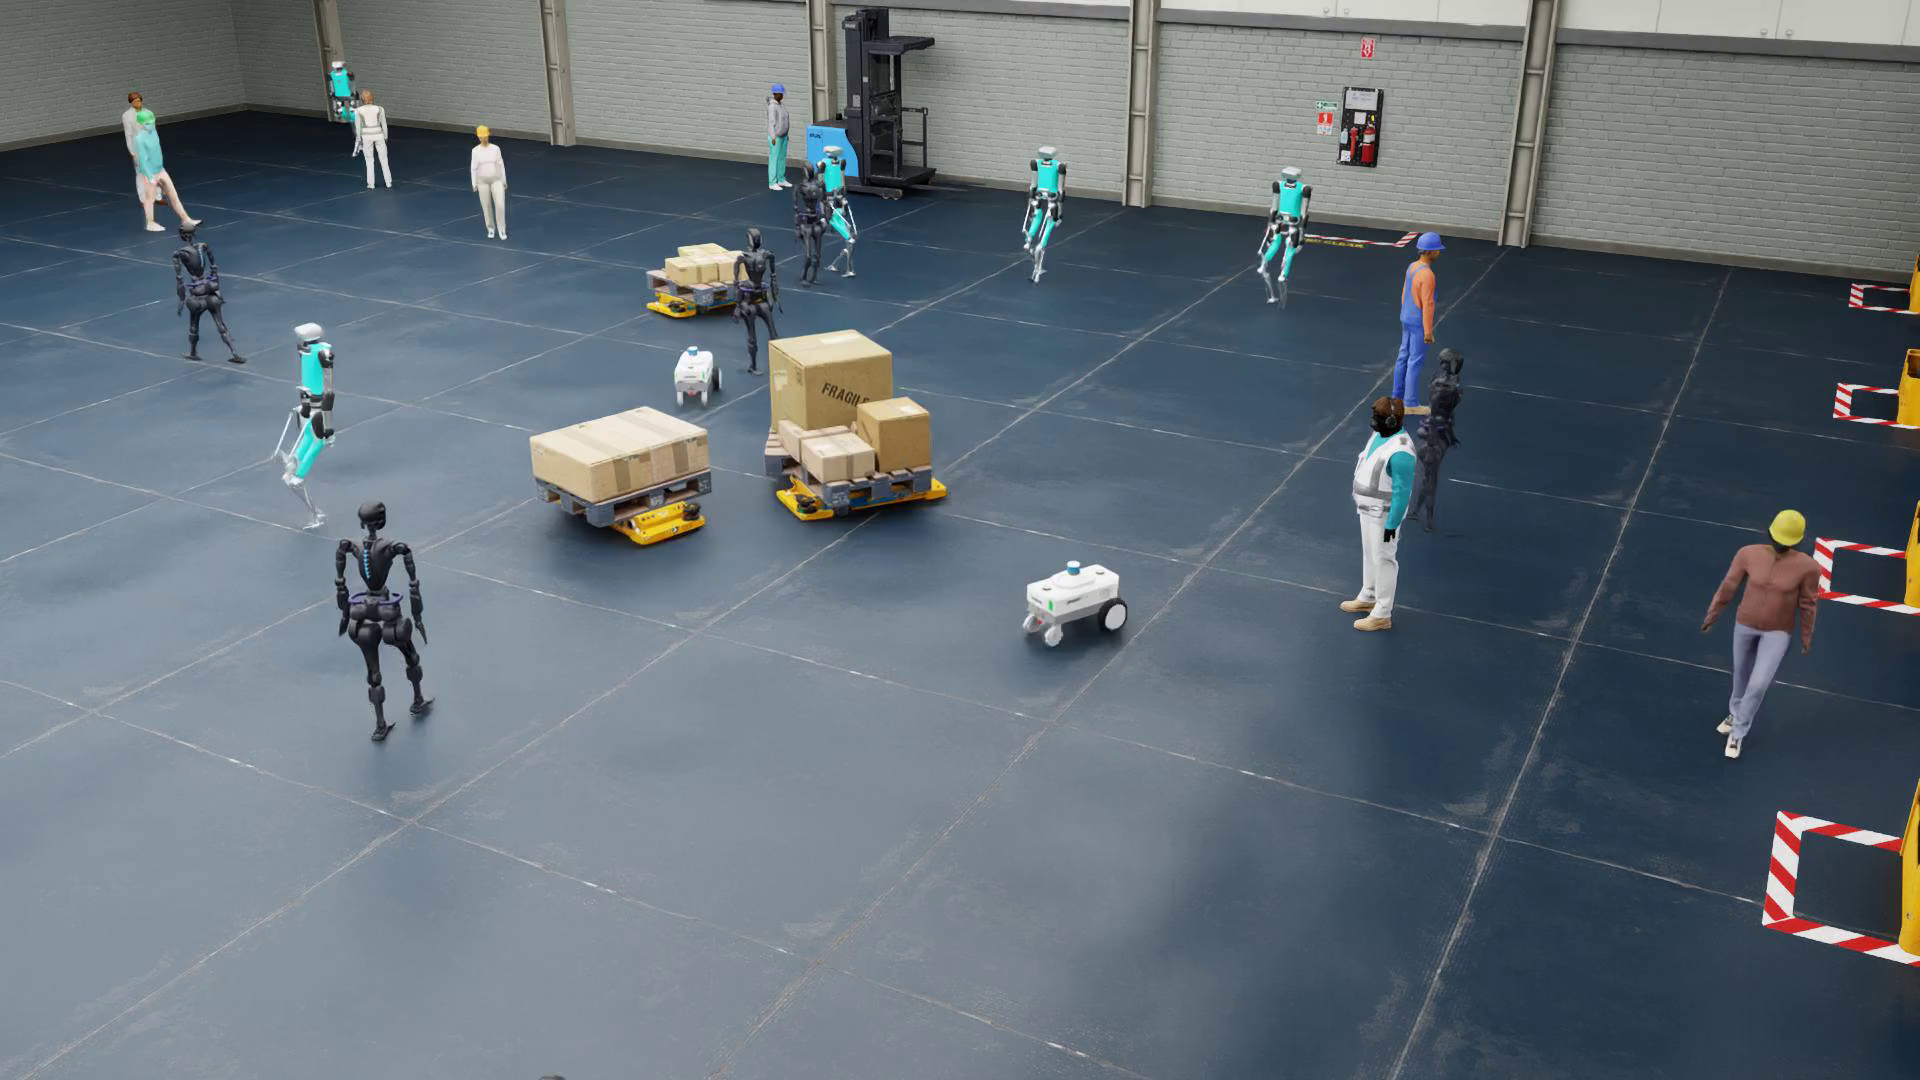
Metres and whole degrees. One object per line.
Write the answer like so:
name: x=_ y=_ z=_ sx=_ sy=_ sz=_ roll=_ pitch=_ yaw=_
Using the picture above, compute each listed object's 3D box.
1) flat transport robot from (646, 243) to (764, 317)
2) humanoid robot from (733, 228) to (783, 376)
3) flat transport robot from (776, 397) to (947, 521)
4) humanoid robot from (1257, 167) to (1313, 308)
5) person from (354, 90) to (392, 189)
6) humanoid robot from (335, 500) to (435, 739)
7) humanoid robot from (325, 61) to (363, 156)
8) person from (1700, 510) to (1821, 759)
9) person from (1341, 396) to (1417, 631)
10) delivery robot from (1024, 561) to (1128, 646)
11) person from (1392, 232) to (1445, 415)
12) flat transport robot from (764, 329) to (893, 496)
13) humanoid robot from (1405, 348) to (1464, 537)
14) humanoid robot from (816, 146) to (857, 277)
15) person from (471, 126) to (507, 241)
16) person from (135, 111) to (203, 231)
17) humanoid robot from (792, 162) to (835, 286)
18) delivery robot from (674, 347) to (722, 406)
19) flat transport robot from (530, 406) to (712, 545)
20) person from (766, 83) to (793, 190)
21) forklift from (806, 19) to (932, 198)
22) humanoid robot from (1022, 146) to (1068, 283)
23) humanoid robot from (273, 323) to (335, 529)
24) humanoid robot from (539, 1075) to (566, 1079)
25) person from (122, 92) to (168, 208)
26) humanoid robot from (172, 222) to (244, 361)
flat transport robot: x=-3.259 y=-3.132 z=21.455 sx=1.431 sy=0.231 sz=0.659 roll=-21 pitch=31 yaw=-40
humanoid robot: x=-2.255 y=-2.658 z=18.557 sx=0.608 sy=1.649 sz=0.379 roll=-18 pitch=29 yaw=-35
flat transport robot: x=-0.924 y=-0.488 z=15.300 sx=1.431 sy=0.231 sz=0.659 roll=-11 pitch=26 yaw=-24
humanoid robot: x=4.058 y=-3.751 z=21.151 sx=0.546 sy=1.881 sz=0.743 roll=16 pitch=28 yaw=32
person: x=-9.977 y=-6.803 z=28.276 sx=0.511 sy=1.630 sz=0.316 roll=-10 pitch=25 yaw=-22
humanoid robot: x=-3.911 y=0.493 z=11.250 sx=0.608 sy=1.638 sz=0.611 roll=1 pitch=23 yaw=2
humanoid robot: x=-11.442 y=-8.150 z=31.308 sx=0.546 sy=1.777 sz=0.930 roll=1 pitch=23 yaw=2
person: x=5.226 y=0.590 z=10.925 sx=0.650 sy=1.728 sz=0.727 roll=18 pitch=29 yaw=36
person: x=3.191 y=-0.212 z=12.664 sx=0.429 sy=1.841 sz=0.632 roll=-2 pitch=23 yaw=-4
delivery robot: x=0.880 y=0.458 z=12.754 sx=0.814 sy=0.610 sz=0.499 roll=-15 pitch=28 yaw=-31
person: x=4.788 y=-2.266 z=17.360 sx=0.371 sy=1.908 sz=0.529 roll=-5 pitch=24 yaw=-11
flat transport robot: x=-1.202 y=-0.707 z=15.808 sx=0.659 sy=0.231 sz=1.431 roll=-1 pitch=23 yaw=-1
humanoid robot: x=4.154 y=-0.876 z=14.450 sx=0.453 sy=1.655 sz=0.612 roll=14 pitch=27 yaw=30
humanoid robot: x=-1.577 y=-4.451 z=22.694 sx=0.887 sy=1.779 sz=0.559 roll=17 pitch=28 yaw=34
person: x=-6.981 y=-5.276 z=24.663 sx=0.494 sy=1.671 sz=0.708 roll=-5 pitch=24 yaw=-12
person: x=-12.049 y=-5.547 z=25.100 sx=0.932 sy=1.826 sz=0.536 roll=5 pitch=24 yaw=11
humanoid robot: x=-1.964 y=-4.216 z=22.193 sx=0.592 sy=1.654 sz=0.334 roll=-18 pitch=29 yaw=-35
delivery robot: x=-2.867 y=-1.784 z=17.976 sx=0.499 sy=0.612 sz=0.814 roll=-1 pitch=23 yaw=-1
flat transport robot: x=-2.983 y=-0.309 z=14.883 sx=0.659 sy=0.231 sz=1.431 roll=-21 pitch=31 yaw=-40
person: x=-3.081 y=-6.842 z=28.196 sx=0.371 sy=1.768 sz=0.523 roll=9 pitch=25 yaw=20
forklift: x=-1.573 y=-7.292 z=27.850 sx=1.873 sy=2.768 sz=1.129 roll=12 pitch=26 yaw=25
humanoid robot: x=1.055 y=-4.336 z=22.493 sx=0.544 sy=1.869 sz=0.822 roll=12 pitch=26 yaw=25
humanoid robot: x=-5.772 y=-0.952 z=14.578 sx=0.717 sy=1.826 sz=0.554 roll=-21 pitch=31 yaw=-40
humanoid robot: x=-1.471 y=2.693 z=6.171 sx=0.587 sy=1.639 sz=0.767 roll=3 pitch=23 yaw=8
person: x=-13.161 y=-6.295 z=26.840 sx=0.505 sy=1.833 sz=0.369 roll=-21 pitch=31 yaw=-40
humanoid robot: x=-8.671 y=-2.821 z=19.009 sx=0.794 sy=1.623 sz=0.589 roll=10 pitch=25 yaw=23
